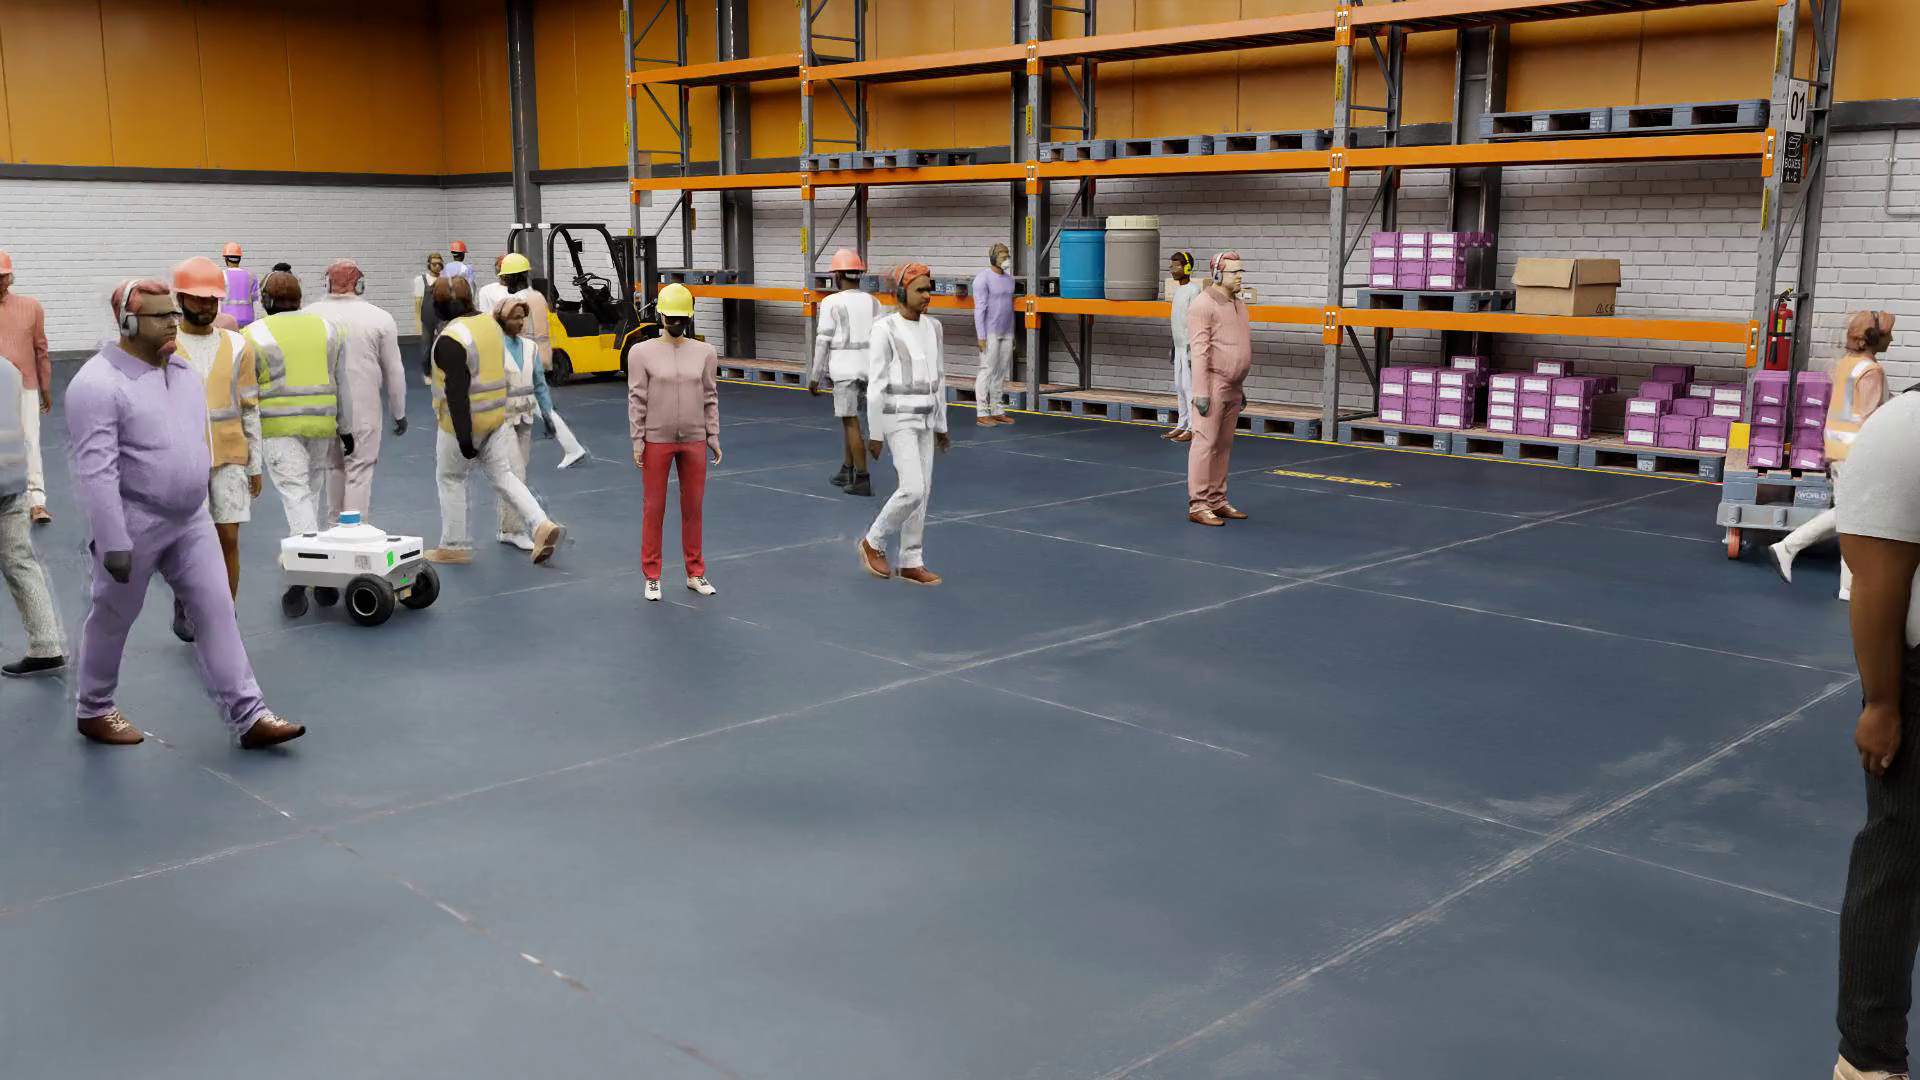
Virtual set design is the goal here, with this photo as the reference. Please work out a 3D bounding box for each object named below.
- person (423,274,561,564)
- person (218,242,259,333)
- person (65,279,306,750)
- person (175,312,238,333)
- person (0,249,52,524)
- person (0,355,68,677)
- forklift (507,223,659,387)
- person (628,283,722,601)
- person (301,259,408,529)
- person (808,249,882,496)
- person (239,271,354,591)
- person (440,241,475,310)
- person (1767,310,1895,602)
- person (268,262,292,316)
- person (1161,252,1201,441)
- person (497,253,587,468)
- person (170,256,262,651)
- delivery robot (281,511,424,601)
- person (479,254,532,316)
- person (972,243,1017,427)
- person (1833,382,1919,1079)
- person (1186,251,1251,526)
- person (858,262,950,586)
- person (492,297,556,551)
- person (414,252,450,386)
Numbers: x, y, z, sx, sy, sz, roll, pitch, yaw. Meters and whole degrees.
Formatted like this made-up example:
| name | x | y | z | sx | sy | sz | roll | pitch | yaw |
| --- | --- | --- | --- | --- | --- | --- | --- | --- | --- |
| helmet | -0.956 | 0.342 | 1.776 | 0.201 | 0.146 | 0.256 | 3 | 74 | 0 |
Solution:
| name | x | y | z | sx | sy | sz | roll | pitch | yaw |
| --- | --- | --- | --- | --- | --- | --- | --- | --- | --- |
| person | -2.908 | -0.717 | 10.122 | 0.870 | 1.803 | 0.631 | 4 | 11 | 19 |
| person | -8.998 | -2.723 | 20.693 | 0.541 | 1.933 | 0.381 | -10 | 14 | -43 |
| person | -3.108 | -0.077 | 6.468 | 1.022 | 1.852 | 0.664 | 3 | 11 | 18 |
| person | -5.722 | -1.154 | 12.612 | 0.523 | 1.760 | 0.328 | -4 | 11 | -20 |
| person | -6.777 | -1.089 | 11.775 | 0.646 | 1.939 | 1.044 | -8 | 13 | -38 |
| person | -4.538 | -0.240 | 7.573 | 0.864 | 1.778 | 0.654 | 2 | 11 | 13 |
| forklift | -5.316 | -3.263 | 22.920 | 2.313 | 2.155 | 1.214 | -10 | 14 | -44 |
| person | -1.581 | -0.544 | 9.284 | 0.524 | 1.760 | 0.326 | -5 | 12 | -27 |
| person | -3.804 | -0.807 | 10.419 | 0.658 | 1.869 | 0.798 | 0 | 10 | 1 |
| person | -0.937 | -1.312 | 13.070 | 0.816 | 1.907 | 0.550 | 10 | 14 | 44 |
| person | -3.919 | -0.634 | 9.610 | 0.834 | 1.811 | 0.661 | 9 | 13 | 39 |
| person | -7.730 | -3.649 | 25.724 | 0.548 | 1.937 | 0.379 | 2 | 11 | 13 |
| person | 4.871 | -0.457 | 9.197 | 0.521 | 1.626 | 0.519 | 3 | 11 | 14 |
| person | -8.968 | -2.817 | 21.904 | 0.479 | 1.670 | 0.542 | 0 | 10 | 0 |
| person | 2.205 | -1.901 | 16.416 | 0.322 | 1.861 | 0.515 | -3 | 11 | -15 |
| person | -3.717 | -1.554 | 14.489 | 0.971 | 1.880 | 0.589 | 1 | 10 | 8 |
| person | -3.627 | -0.387 | 7.973 | 0.568 | 1.923 | 0.472 | -8 | 13 | -39 |
| delivery robot | -3.233 | 0.090 | 8.853 | 0.707 | 0.478 | 0.477 | 3 | 11 | 15 |
| person | -4.646 | -2.015 | 17.095 | 0.586 | 1.847 | 0.966 | -7 | 13 | -35 |
| person | 0.379 | -2.179 | 17.707 | 0.355 | 1.936 | 0.635 | 8 | 13 | 38 |
| person | 2.343 | 0.330 | 3.742 | 0.686 | 2.000 | 0.538 | -3 | 11 | -16 |
| person | 1.848 | -1.064 | 11.713 | 0.400 | 1.910 | 0.643 | 8 | 13 | 37 |
| person | -0.289 | -0.652 | 9.577 | 0.438 | 1.871 | 0.577 | 7 | 13 | 34 |
| person | -2.817 | -0.738 | 10.691 | 0.584 | 1.622 | 0.528 | 6 | 12 | 30 |
| person | -6.984 | -2.912 | 22.073 | 0.524 | 1.812 | 0.916 | -5 | 12 | -26 |
